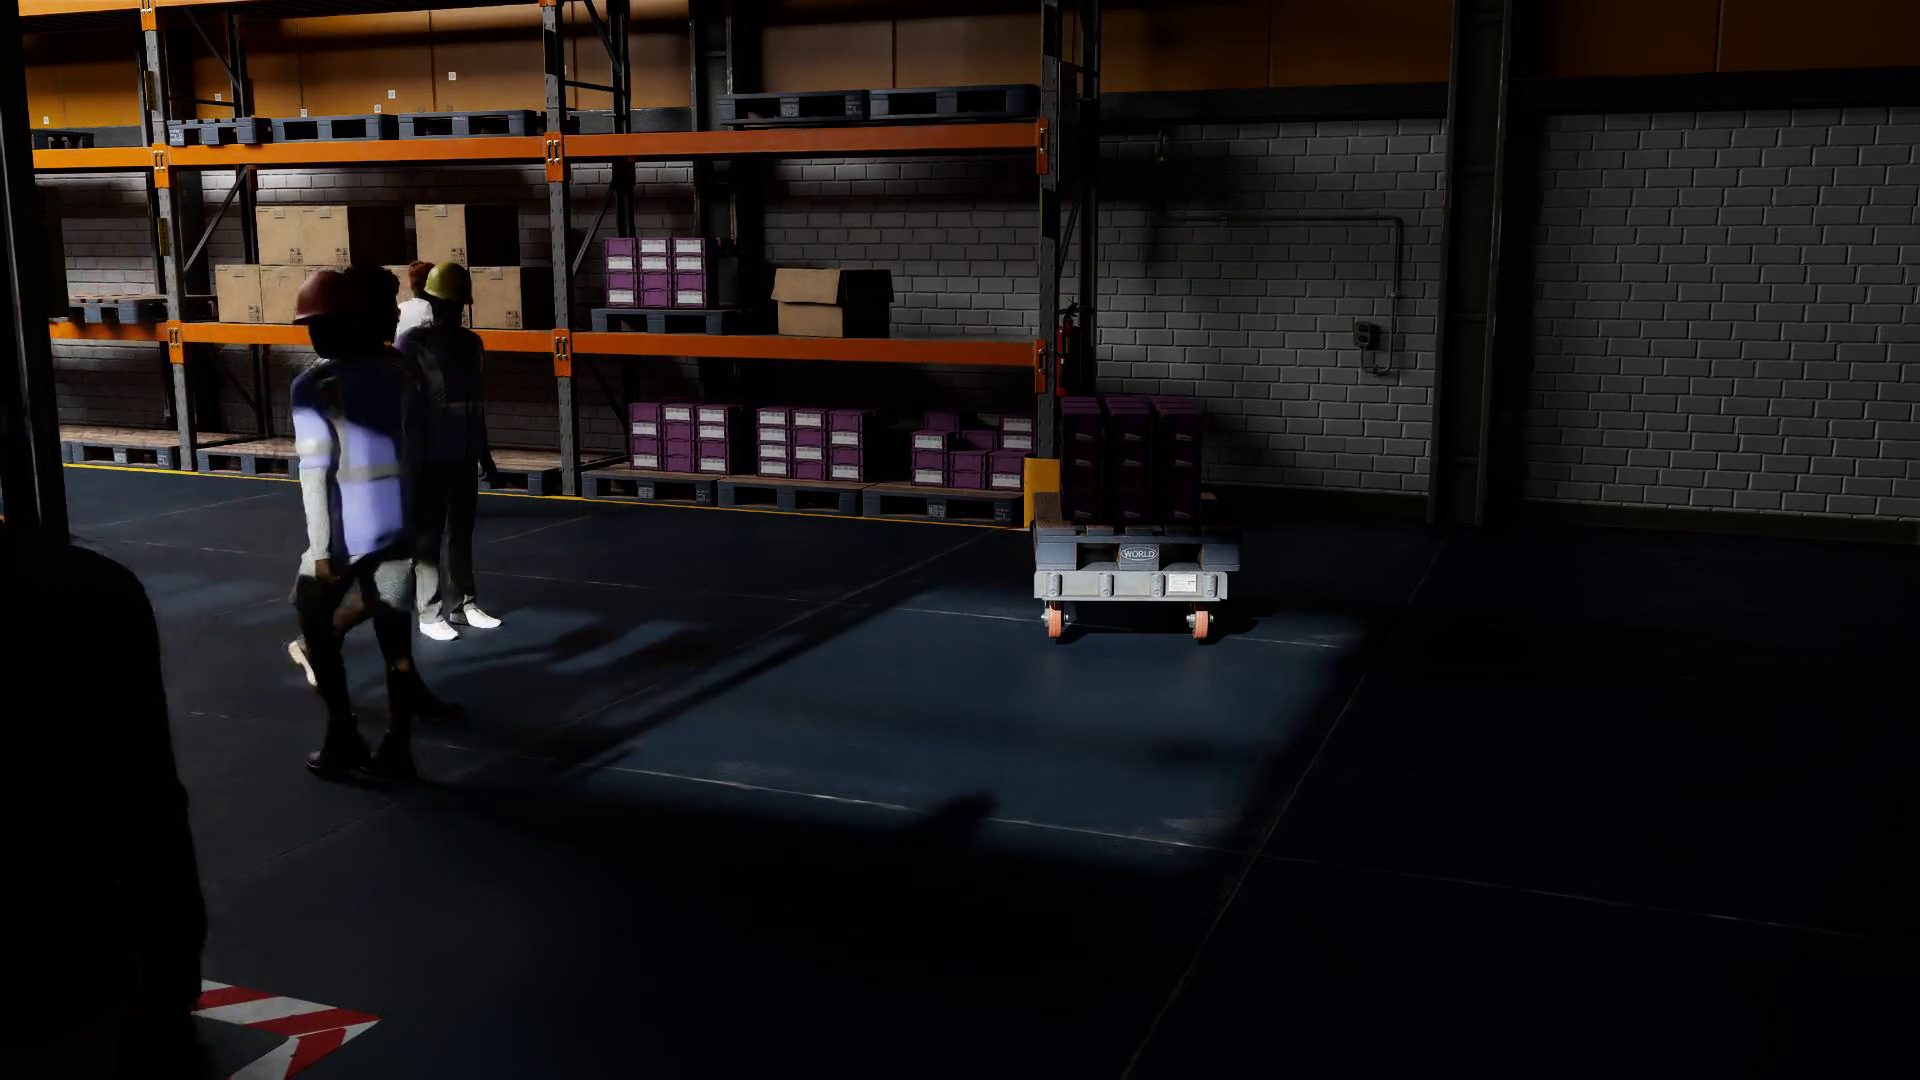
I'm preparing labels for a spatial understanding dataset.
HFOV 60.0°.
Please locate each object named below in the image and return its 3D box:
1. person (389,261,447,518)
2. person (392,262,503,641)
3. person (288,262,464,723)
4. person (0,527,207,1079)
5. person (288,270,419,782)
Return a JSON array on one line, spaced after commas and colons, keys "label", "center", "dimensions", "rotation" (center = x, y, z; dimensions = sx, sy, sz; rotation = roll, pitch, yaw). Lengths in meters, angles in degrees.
[{"label": "person", "center": [-3.919, -1.098, 12.214], "dimensions": [0.585, 1.882, 0.337], "rotation": [5, 11, 27]}, {"label": "person", "center": [-2.613, -0.456, 8.543], "dimensions": [0.381, 1.917, 0.585], "rotation": [5, 11, 26]}, {"label": "person", "center": [-2.505, -0.196, 7.027], "dimensions": [0.753, 1.938, 0.622], "rotation": [1, 10, 7]}, {"label": "person", "center": [-1.374, 0.638, 2.277], "dimensions": [0.639, 1.976, 0.471], "rotation": [-1, 10, -3]}, {"label": "person", "center": [-2.280, -0.044, 6.246], "dimensions": [0.577, 1.912, 0.558], "rotation": [7, 13, 36]}]
